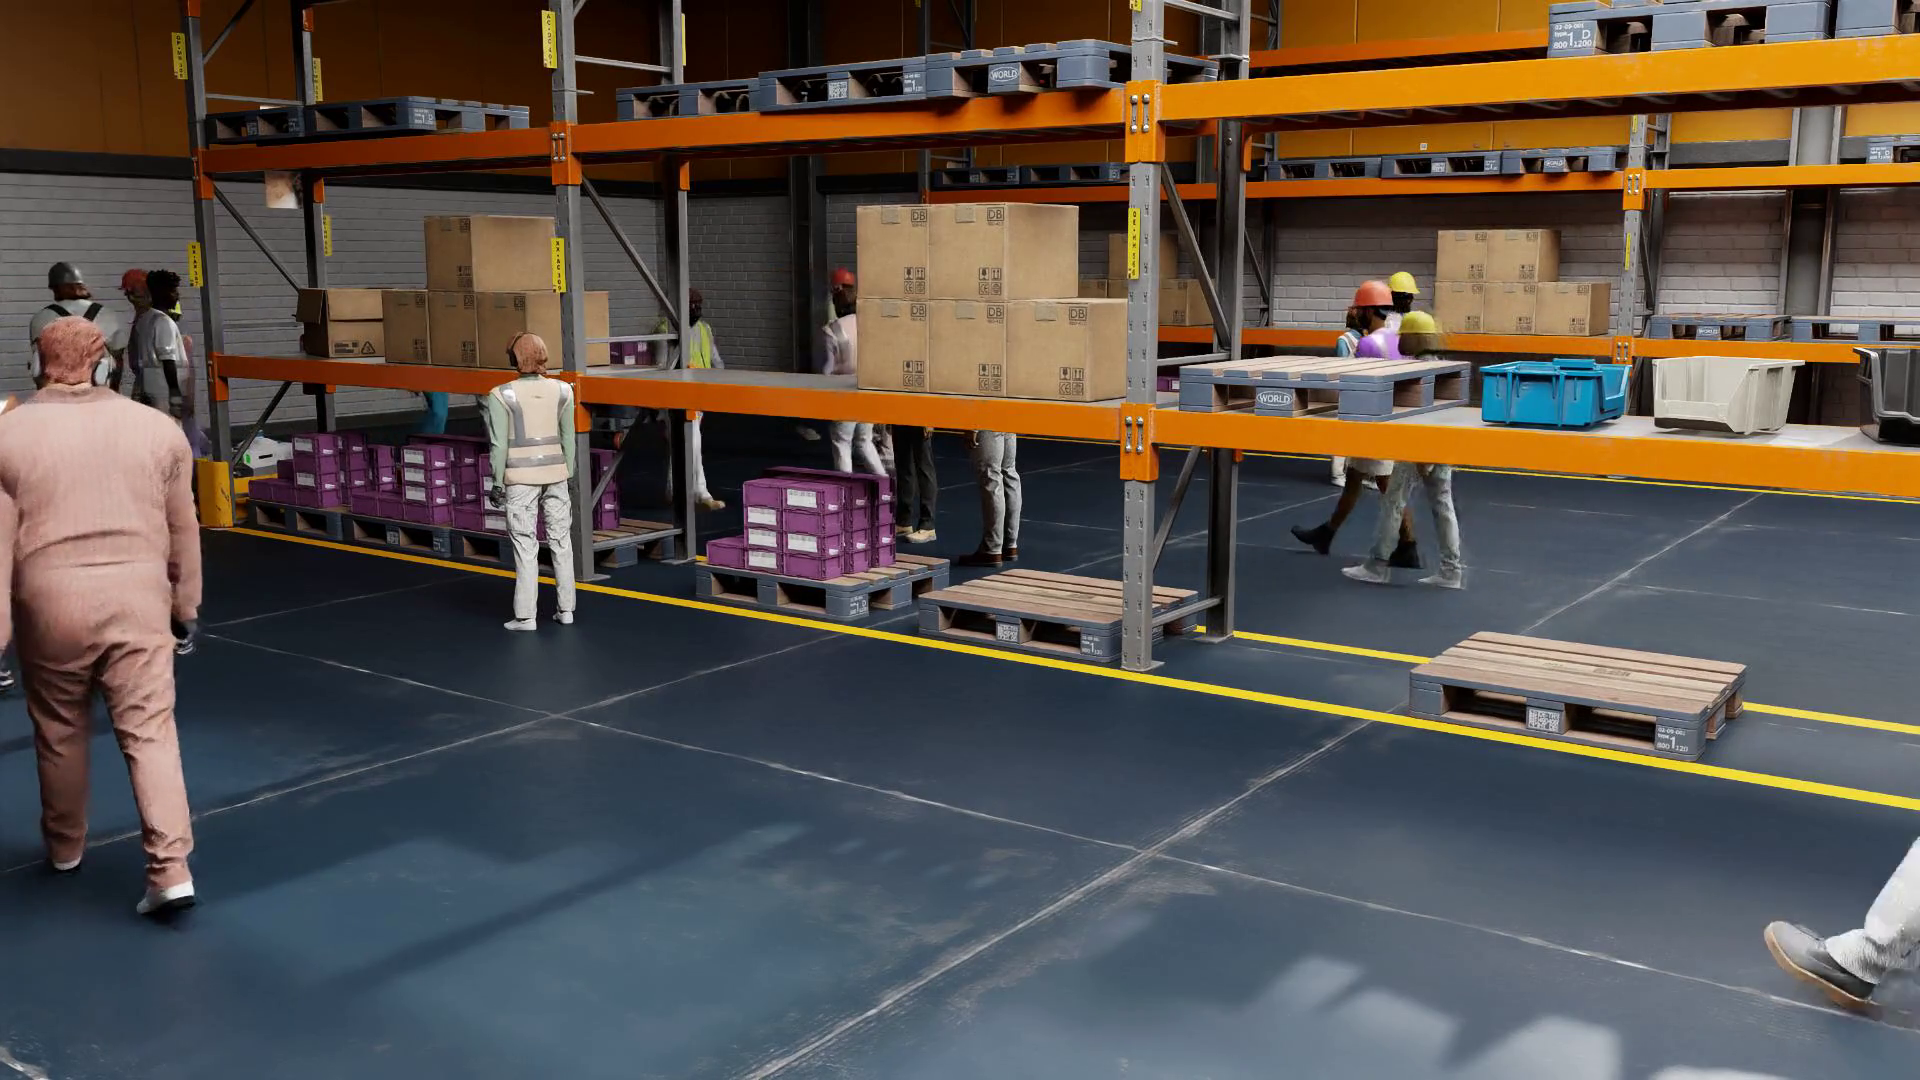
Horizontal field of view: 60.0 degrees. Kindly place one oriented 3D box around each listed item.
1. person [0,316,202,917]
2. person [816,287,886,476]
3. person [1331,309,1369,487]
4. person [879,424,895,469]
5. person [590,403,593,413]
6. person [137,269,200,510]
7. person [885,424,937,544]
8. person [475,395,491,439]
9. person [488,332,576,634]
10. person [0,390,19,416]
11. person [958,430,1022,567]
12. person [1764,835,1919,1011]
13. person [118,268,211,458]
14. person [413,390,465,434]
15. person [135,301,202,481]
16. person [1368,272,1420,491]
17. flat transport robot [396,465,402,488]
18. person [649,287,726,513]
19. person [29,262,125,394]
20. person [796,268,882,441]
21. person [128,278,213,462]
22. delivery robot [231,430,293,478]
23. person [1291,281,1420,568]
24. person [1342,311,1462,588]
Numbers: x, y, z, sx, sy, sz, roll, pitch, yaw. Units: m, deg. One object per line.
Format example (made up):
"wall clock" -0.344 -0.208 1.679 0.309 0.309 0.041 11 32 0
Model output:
"person" -2.718 0.241 5.214 0.688 1.857 1.022 -7 12 -36
"person" -0.841 -1.123 13.396 0.654 1.817 0.528 -7 12 -36
"person" 3.536 -1.293 14.944 0.315 1.636 0.515 9 13 43
"person" -0.697 -1.691 16.244 0.375 1.995 0.609 5 11 29
"person" -3.321 -1.190 13.679 1.010 1.849 0.578 6 11 33
"person" -6.431 -1.207 13.476 0.365 1.957 0.606 -8 12 -39
"person" -0.358 -0.901 11.985 0.344 1.846 0.507 -9 13 -43
"person" -4.653 -1.618 16.230 0.623 1.850 0.599 -5 11 -29
"person" -2.320 -0.309 9.073 0.511 1.641 0.308 -9 13 -42
"person" -5.210 -0.259 8.828 0.520 1.615 0.689 -2 10 -10
"person" 0.212 -0.787 11.032 0.372 1.940 0.631 5 11 28
"person" 2.692 0.405 4.237 0.582 1.826 0.991 -9 13 -43
"person" -7.722 -1.633 16.020 0.946 1.960 0.625 -4 10 -20
"person" -5.008 -1.544 15.899 0.464 1.819 0.591 3 10 16
"person" -6.614 -1.186 14.009 0.532 1.729 0.868 0 10 1
"person" 3.832 -1.388 14.649 0.377 1.923 0.595 8 12 38
"flat transport robot" -5.379 -0.585 14.782 0.652 0.197 1.431 -8 12 -39
"person" -2.129 -1.122 13.427 0.856 1.806 0.649 5 11 27
"person" -7.025 -1.207 13.227 0.694 2.000 0.832 -8 12 -39
"person" -1.386 -2.067 18.635 1.017 1.952 0.636 3 10 16
"person" -7.221 -1.445 15.150 0.811 1.877 0.659 -5 11 -28
"delivery robot" -6.090 -0.714 14.429 0.477 0.478 0.707 2 10 14
"person" 2.687 -0.777 11.120 0.985 1.883 0.549 6 11 32
"person" 2.786 -0.559 10.351 0.804 1.706 0.484 7 12 34
